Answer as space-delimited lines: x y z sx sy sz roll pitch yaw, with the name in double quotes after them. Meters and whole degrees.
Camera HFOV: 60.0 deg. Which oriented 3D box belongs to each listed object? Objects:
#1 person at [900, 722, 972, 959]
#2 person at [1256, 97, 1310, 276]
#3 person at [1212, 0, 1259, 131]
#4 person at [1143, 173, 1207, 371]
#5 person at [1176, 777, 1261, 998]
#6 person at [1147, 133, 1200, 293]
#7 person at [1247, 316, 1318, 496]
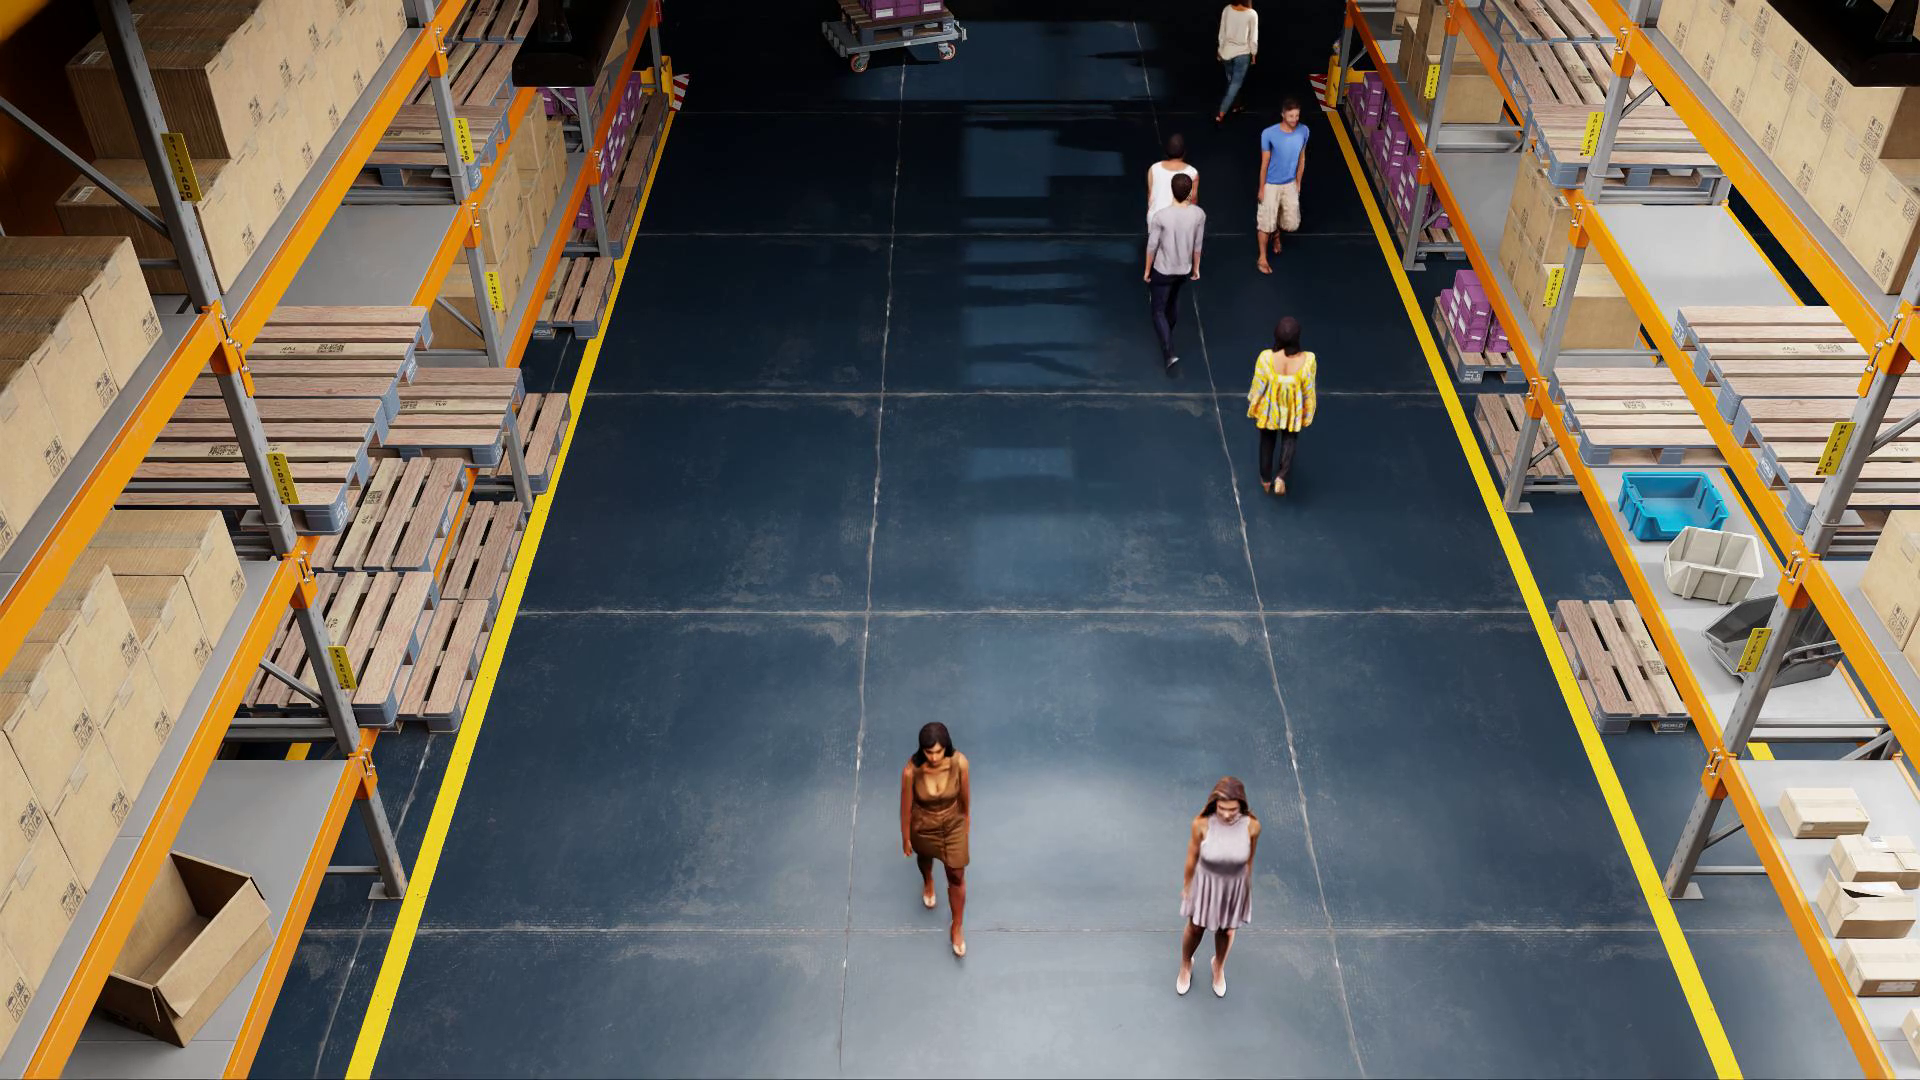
-0.157 1.649 9.961 0.682 1.661 0.916 -7 39 -8 "person"
3.086 -3.530 16.301 0.703 1.841 0.843 -5 39 -7 "person"
3.105 -5.466 18.881 1.000 1.646 1.149 24 44 27 "person"
1.913 -2.390 14.896 0.822 1.813 1.160 -8 39 -10 "person"
1.460 1.979 9.460 0.579 1.769 0.594 3 39 4 "person"
1.979 -3.020 15.809 0.902 1.658 1.121 14 41 17 "person"
2.567 -1.004 13.295 0.736 1.645 0.788 5 39 6 "person"
